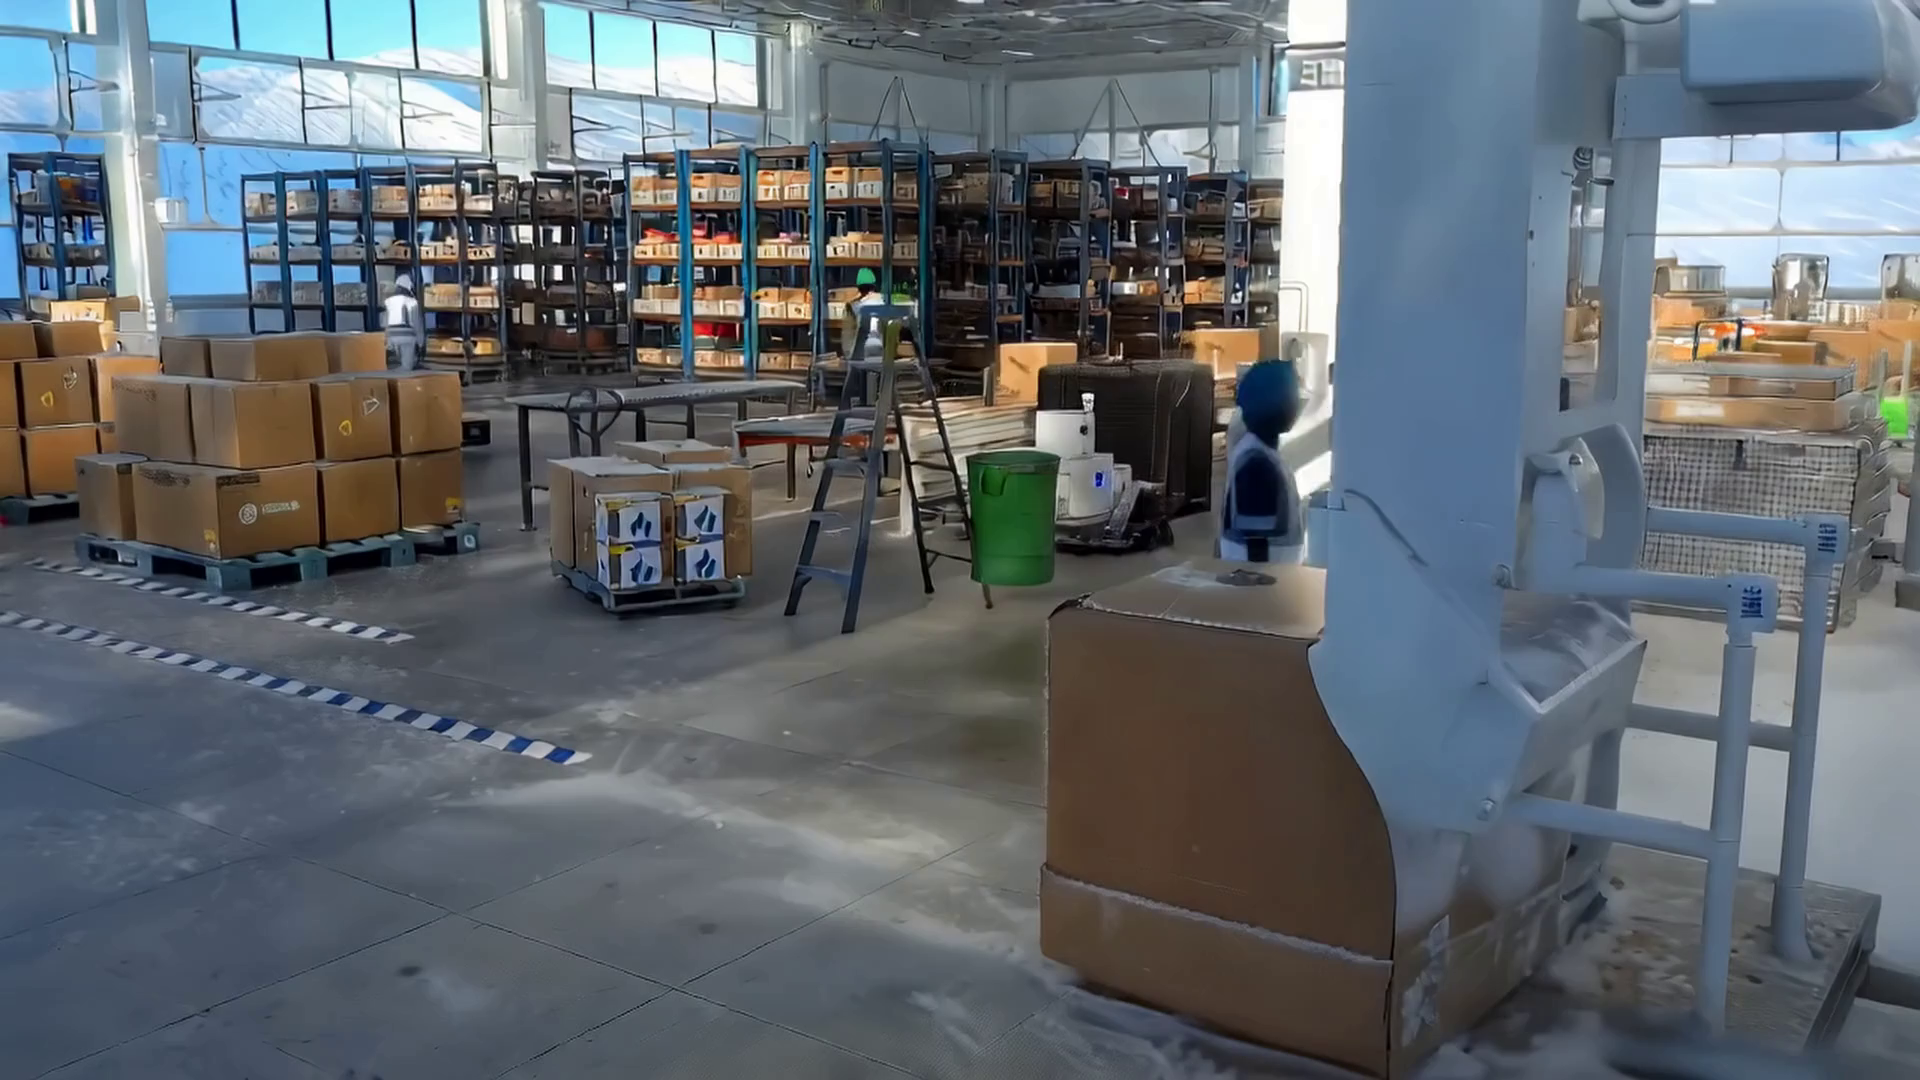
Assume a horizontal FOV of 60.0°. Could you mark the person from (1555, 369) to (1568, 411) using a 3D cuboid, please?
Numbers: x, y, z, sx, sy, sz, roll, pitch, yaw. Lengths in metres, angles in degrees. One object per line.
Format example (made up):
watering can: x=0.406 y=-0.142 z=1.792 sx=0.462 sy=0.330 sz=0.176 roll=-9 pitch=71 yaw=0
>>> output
person: x=3.142 y=-0.428 z=9.473 sx=0.550 sy=1.736 sz=0.433 roll=0 pitch=10 yaw=-2

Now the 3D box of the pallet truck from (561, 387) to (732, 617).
pallet truck: x=-1.981 y=-0.274 z=10.088 sx=0.680 sy=1.201 sz=1.601 roll=-5 pitch=11 yaw=-28

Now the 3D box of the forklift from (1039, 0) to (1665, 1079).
forklift: x=1.249 y=-0.137 z=4.360 sx=1.873 sy=2.768 sz=1.129 roll=7 pitch=12 yaw=35

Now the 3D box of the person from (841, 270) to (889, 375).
person: x=-1.063 y=-2.262 z=19.891 sx=0.600 sy=1.922 sz=0.816 roll=-8 pitch=12 yaw=-39

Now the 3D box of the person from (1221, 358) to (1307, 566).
person: x=1.045 y=0.169 z=6.083 sx=0.577 sy=1.675 sz=0.537 roll=1 pitch=10 yaw=8

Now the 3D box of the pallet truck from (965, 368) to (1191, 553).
pallet truck: x=0.845 y=-0.609 z=11.869 sx=1.630 sy=1.274 sz=0.653 roll=7 pitch=12 yaw=35

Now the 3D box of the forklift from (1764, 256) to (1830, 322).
forklift: x=20.253 y=-5.854 z=40.139 sx=1.157 sy=1.987 sz=2.680 roll=7 pitch=12 yaw=35

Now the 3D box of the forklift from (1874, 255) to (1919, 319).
forklift: x=22.089 y=-5.634 z=38.796 sx=1.157 sy=1.987 sz=2.680 roll=6 pitch=11 yaw=33

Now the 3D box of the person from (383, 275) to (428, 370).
person: x=-7.856 y=-2.844 z=23.648 sx=0.590 sy=1.813 sz=0.547 roll=5 pitch=11 yaw=27

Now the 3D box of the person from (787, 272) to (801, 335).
person: x=-3.236 y=-4.409 z=32.922 sx=0.585 sy=1.820 sz=0.710 roll=8 pitch=12 yaw=38
